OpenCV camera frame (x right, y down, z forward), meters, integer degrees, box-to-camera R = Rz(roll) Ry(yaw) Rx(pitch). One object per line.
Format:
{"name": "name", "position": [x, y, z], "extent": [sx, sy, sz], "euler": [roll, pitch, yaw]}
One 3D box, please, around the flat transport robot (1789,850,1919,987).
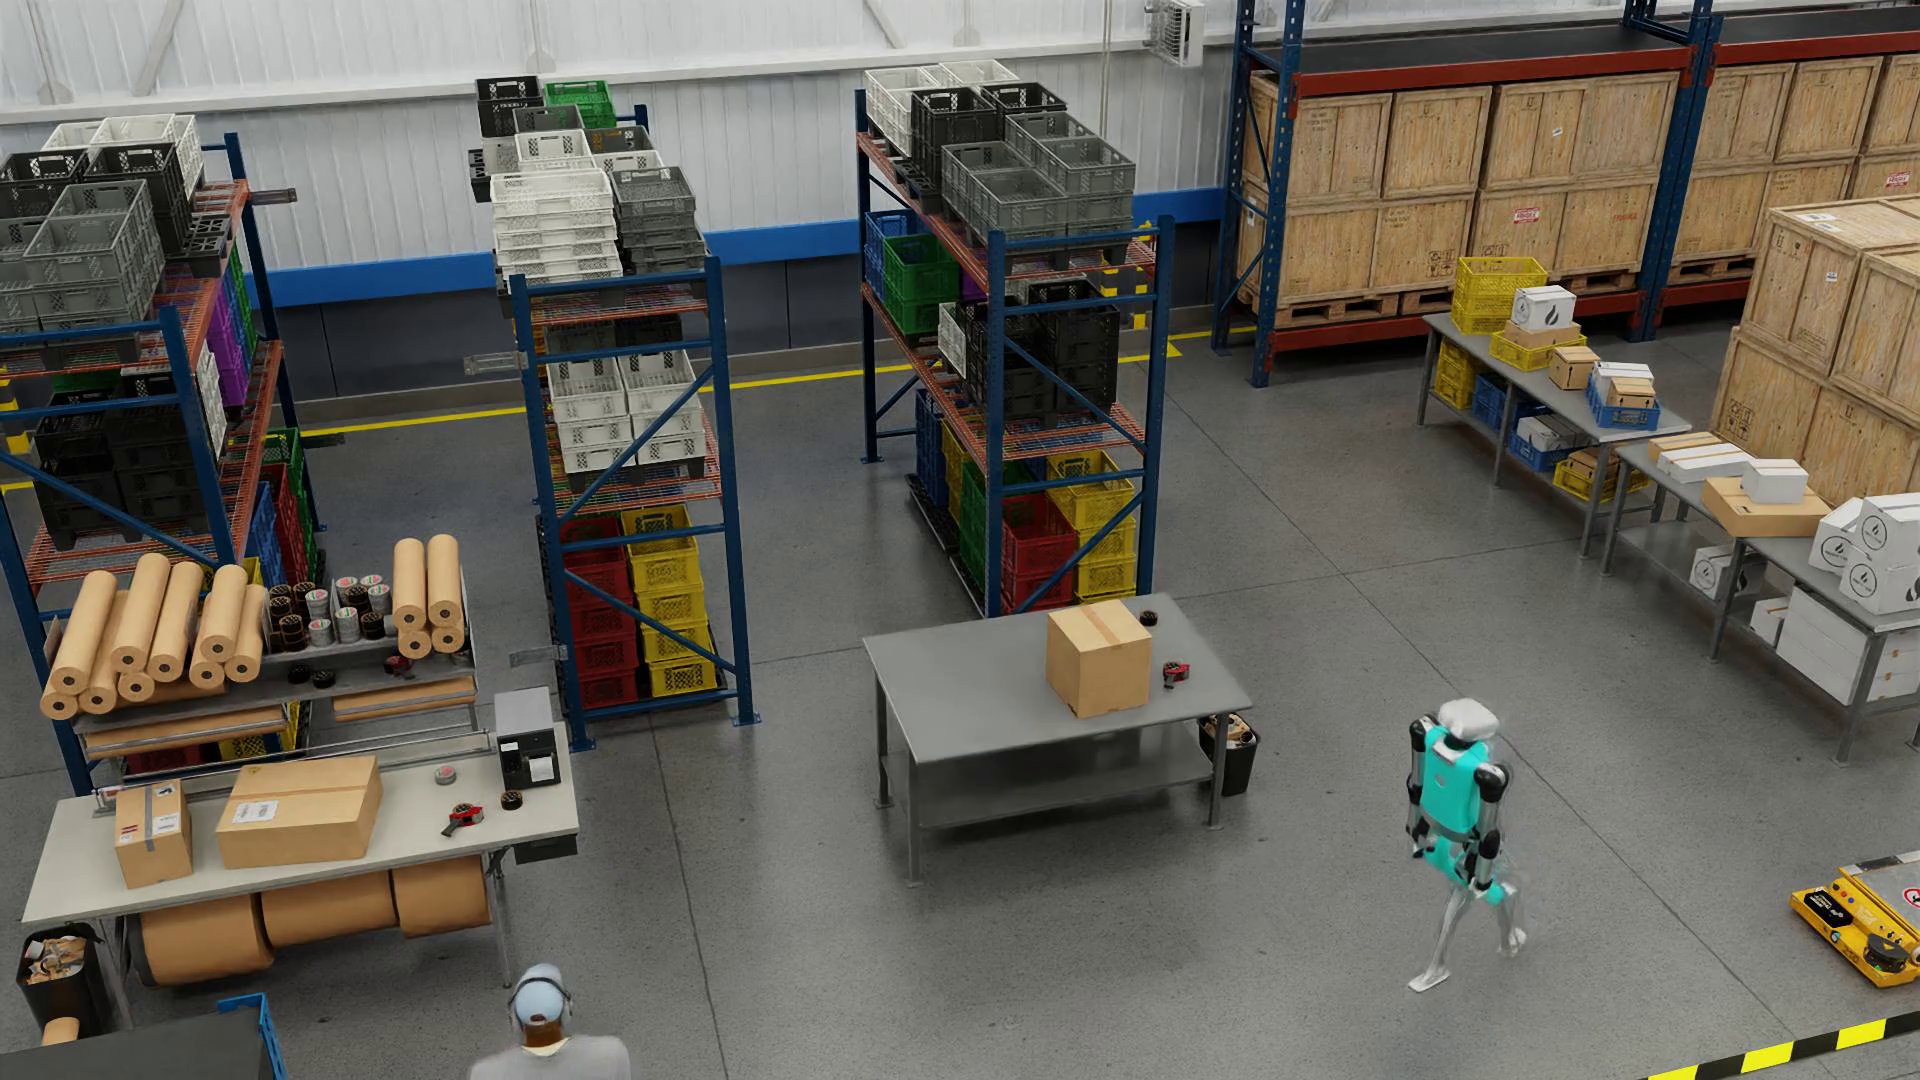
{"name": "flat transport robot", "position": [5.163, 1.916, 8.676], "extent": [1.431, 0.231, 0.659], "euler": [-8, 30, -14]}

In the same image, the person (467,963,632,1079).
{"name": "person", "position": [-1.492, 2.330, 6.283], "extent": [0.596, 1.852, 0.395], "euler": [-8, 30, -14]}

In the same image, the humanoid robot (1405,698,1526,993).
{"name": "humanoid robot", "position": [2.546, 1.453, 8.056], "extent": [0.942, 1.811, 0.556], "euler": [-17, 33, -28]}
